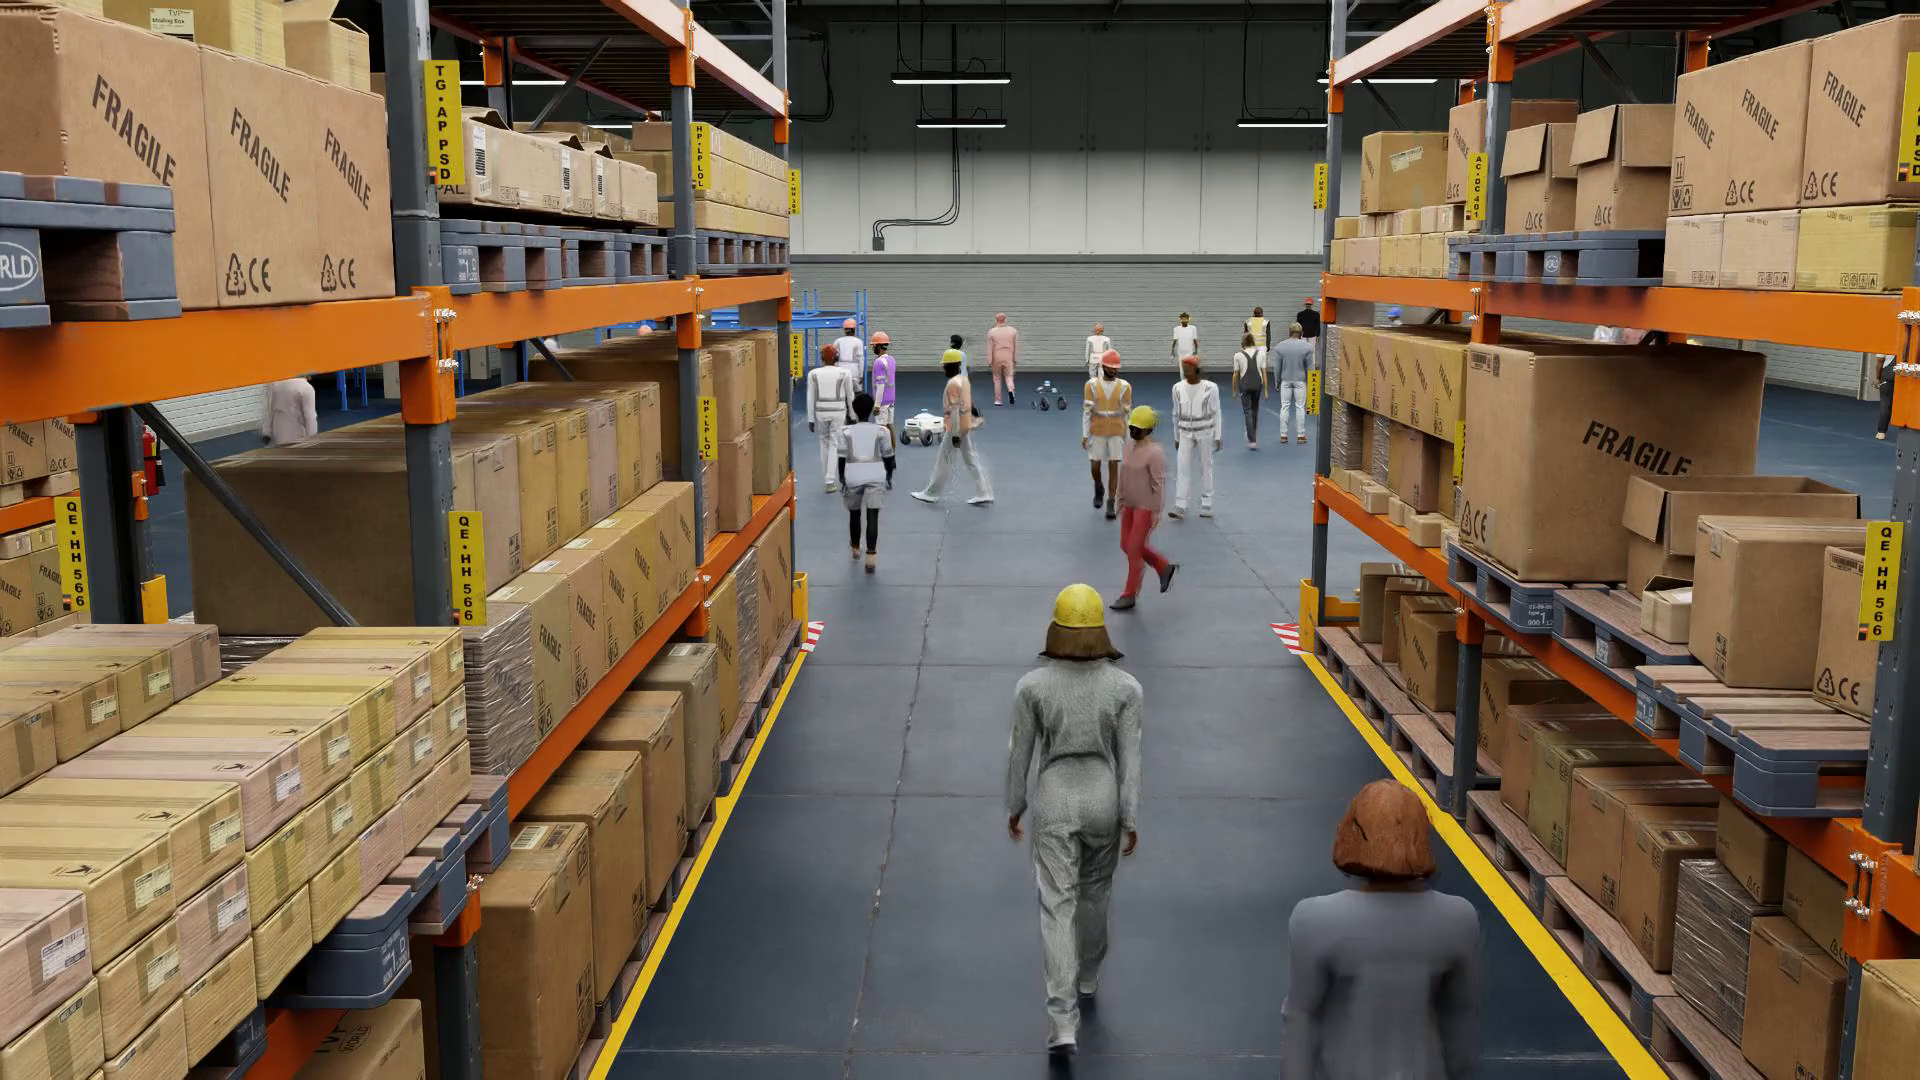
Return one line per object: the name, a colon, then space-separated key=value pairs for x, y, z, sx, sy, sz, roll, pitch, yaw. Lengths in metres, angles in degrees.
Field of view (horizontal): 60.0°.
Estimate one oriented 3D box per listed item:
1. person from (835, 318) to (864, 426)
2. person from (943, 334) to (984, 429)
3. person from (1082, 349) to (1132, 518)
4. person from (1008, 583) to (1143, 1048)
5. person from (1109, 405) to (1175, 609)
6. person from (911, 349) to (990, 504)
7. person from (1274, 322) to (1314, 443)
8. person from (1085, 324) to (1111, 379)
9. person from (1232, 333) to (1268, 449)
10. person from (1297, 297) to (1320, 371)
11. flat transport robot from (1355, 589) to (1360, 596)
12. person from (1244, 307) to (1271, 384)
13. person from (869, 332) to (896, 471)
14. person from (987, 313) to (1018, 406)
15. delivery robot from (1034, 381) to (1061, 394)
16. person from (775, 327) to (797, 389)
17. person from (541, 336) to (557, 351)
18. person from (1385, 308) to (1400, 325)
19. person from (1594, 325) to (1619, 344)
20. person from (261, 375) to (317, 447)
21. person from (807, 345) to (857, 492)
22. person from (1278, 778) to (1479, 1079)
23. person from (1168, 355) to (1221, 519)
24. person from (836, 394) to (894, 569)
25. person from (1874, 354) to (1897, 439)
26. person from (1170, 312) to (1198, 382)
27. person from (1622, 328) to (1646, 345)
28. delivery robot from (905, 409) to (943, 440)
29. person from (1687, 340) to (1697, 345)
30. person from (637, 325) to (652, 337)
person: x=-1.952 y=-2.960 z=29.425 sx=0.552 sy=1.921 sz=0.461 roll=3 pitch=10 yaw=17
person: x=0.018 y=-2.756 z=28.985 sx=0.841 sy=1.661 sz=0.529 roll=-3 pitch=10 yaw=-19
person: x=1.683 y=-1.228 z=19.079 sx=0.583 sy=1.918 sz=0.551 roll=1 pitch=10 yaw=5
person: x=0.438 y=1.017 z=6.279 sx=0.503 sy=1.701 sz=0.902 roll=0 pitch=9 yaw=0
person: x=1.569 y=-0.284 z=13.962 sx=0.611 sy=1.723 sz=0.565 roll=-5 pitch=11 yaw=-28
person: x=-0.074 y=-1.360 z=19.995 sx=1.008 sy=1.868 sz=0.612 roll=3 pitch=10 yaw=20
person: x=5.394 y=-2.540 z=26.871 sx=0.635 sy=1.936 sz=0.352 roll=4 pitch=10 yaw=21
person: x=2.909 y=-3.719 z=34.896 sx=0.548 sy=1.613 sz=0.687 roll=1 pitch=10 yaw=8
person: x=4.539 y=-2.357 z=26.190 sx=0.531 sy=1.795 sz=0.952 roll=-1 pitch=10 yaw=-5
person: x=9.091 y=-5.333 z=43.425 sx=0.612 sy=1.995 sz=0.382 roll=3 pitch=10 yaw=15
flat transport robot: x=4.218 y=0.344 z=14.568 sx=1.431 sy=0.197 sz=0.652 roll=-3 pitch=6 yaw=-31
person: x=7.151 y=-4.683 z=39.992 sx=0.631 sy=1.842 sz=0.428 roll=3 pitch=10 yaw=16
person: x=-1.101 y=-1.951 z=23.342 sx=0.374 sy=1.935 sz=0.552 roll=3 pitch=10 yaw=19
person: x=0.865 y=-3.666 z=33.752 sx=0.666 sy=1.889 sz=0.628 roll=-2 pitch=10 yaw=-12
delivery robot: x=1.737 y=-3.034 z=33.033 sx=0.335 sy=0.223 sz=0.698 roll=-5 pitch=11 yaw=-30
person: x=-3.073 y=-2.832 z=28.657 sx=0.585 sy=1.921 sz=0.473 roll=-4 pitch=10 yaw=-25
person: x=-7.314 y=-2.946 z=29.664 sx=0.967 sy=1.833 sz=0.528 roll=1 pitch=10 yaw=5
person: x=9.752 y=-4.265 z=37.337 sx=0.942 sy=1.887 sz=0.625 roll=-1 pitch=9 yaw=-3
person: x=14.600 y=-4.262 z=37.664 sx=0.621 sy=1.791 sz=0.875 roll=-1 pitch=10 yaw=-4
person: x=-7.720 y=-1.215 z=19.281 sx=0.680 sy=1.827 sz=1.031 roll=7 pitch=12 yaw=38
person: x=-1.621 y=-1.577 z=21.381 sx=0.584 sy=1.843 sz=0.908 roll=2 pitch=10 yaw=12
person: x=1.052 y=1.401 z=4.217 sx=0.524 sy=1.615 sz=0.433 roll=-1 pitch=10 yaw=-6
person: x=2.659 y=-1.158 z=18.868 sx=0.627 sy=1.846 sz=0.891 roll=5 pitch=10 yaw=25
person: x=-0.904 y=-0.579 z=15.970 sx=0.548 sy=1.644 sz=0.881 roll=0 pitch=9 yaw=-2
person: x=15.446 y=-2.660 z=27.408 sx=0.688 sy=2.000 sz=0.536 roll=4 pitch=10 yaw=22
person: x=4.888 y=-4.041 z=36.189 sx=0.562 sy=1.827 sz=0.654 roll=4 pitch=10 yaw=20
person: x=15.270 y=-4.260 z=37.772 sx=0.538 sy=1.741 sz=0.558 roll=-1 pitch=9 yaw=-4
delivery robot: x=-0.574 y=-1.860 z=26.774 sx=0.477 sy=0.478 sz=0.707 roll=6 pitch=11 yaw=33
person: x=11.281 y=-2.241 z=25.757 sx=0.941 sy=1.708 sz=0.526 roll=7 pitch=12 yaw=37
person: x=-4.670 y=-2.203 z=24.722 sx=0.647 sy=1.977 sz=0.479 roll=-3 pitch=10 yaw=-17
